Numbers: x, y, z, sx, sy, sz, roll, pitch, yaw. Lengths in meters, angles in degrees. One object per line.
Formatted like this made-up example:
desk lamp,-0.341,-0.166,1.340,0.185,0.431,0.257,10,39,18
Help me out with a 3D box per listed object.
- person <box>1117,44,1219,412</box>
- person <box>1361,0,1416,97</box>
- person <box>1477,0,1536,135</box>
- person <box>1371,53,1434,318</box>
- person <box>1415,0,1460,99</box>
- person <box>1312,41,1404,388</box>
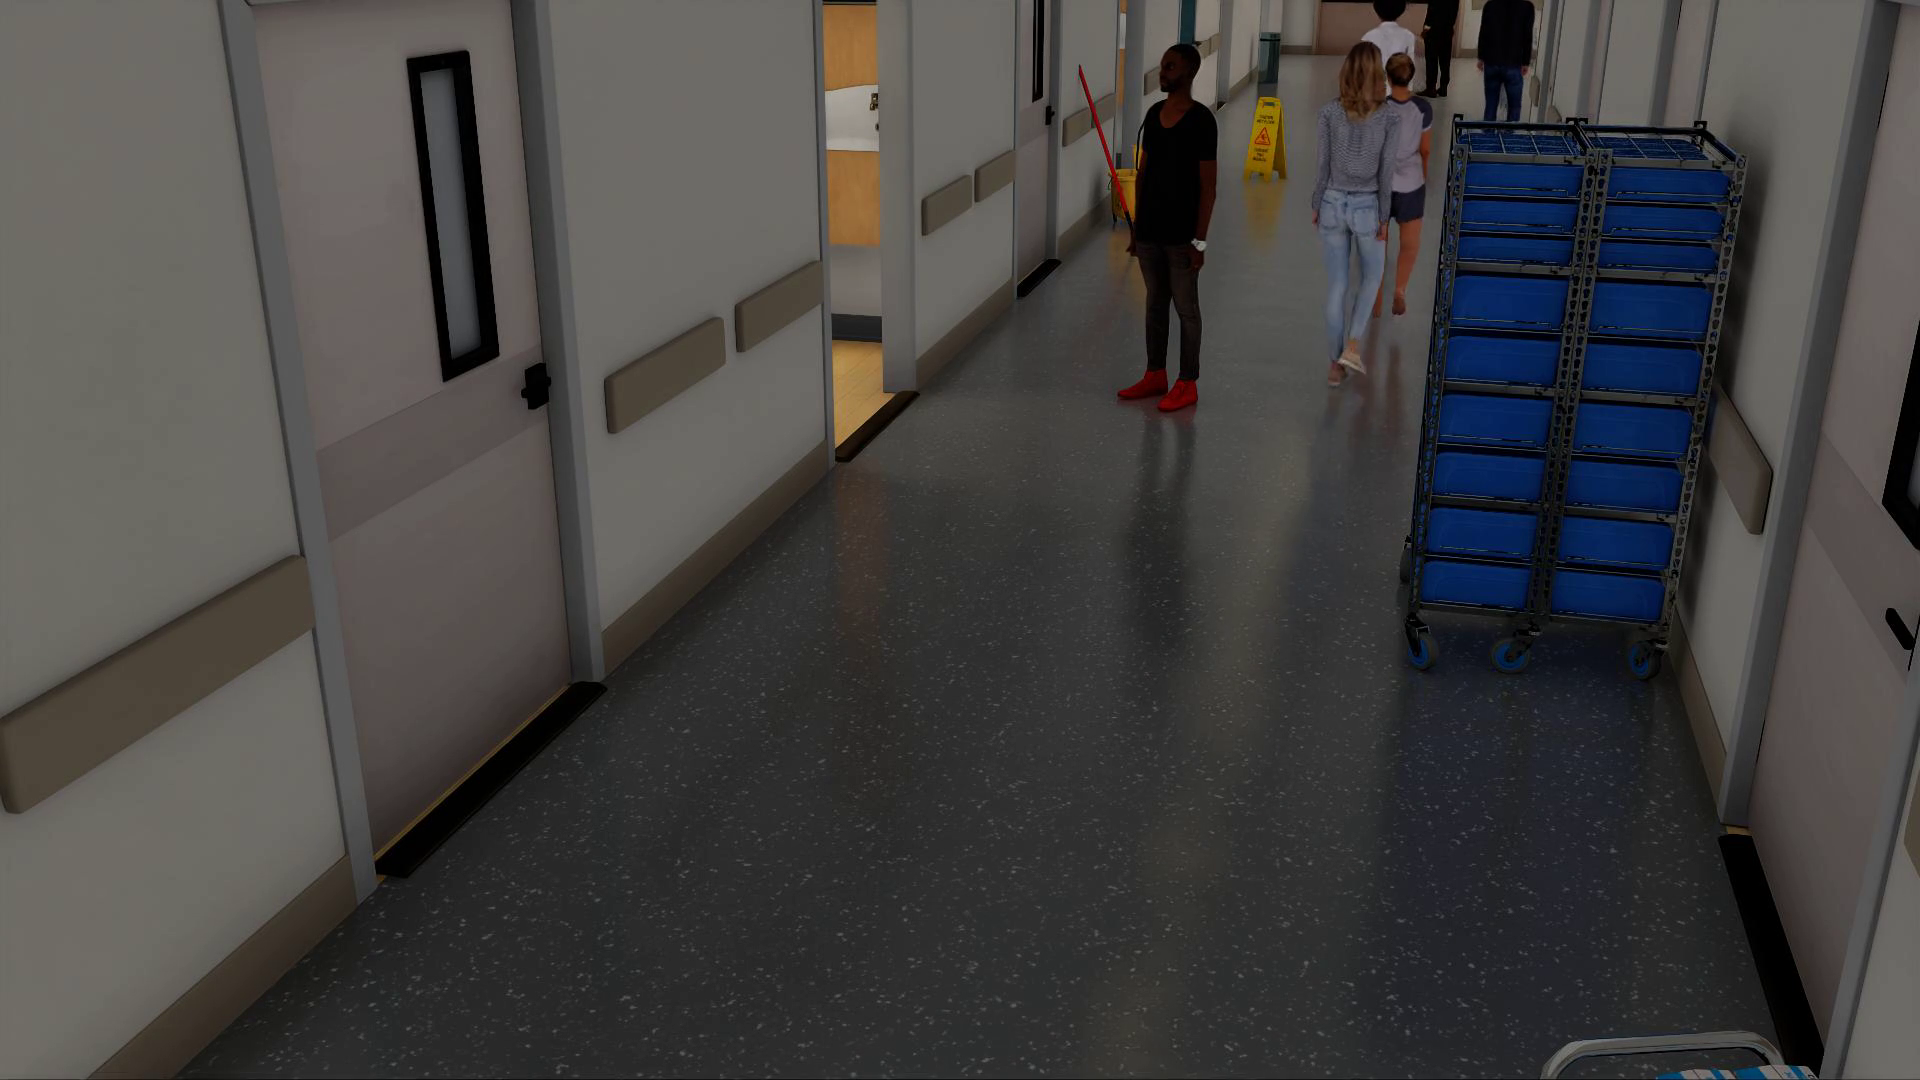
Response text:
person,1.084,-1.582,8.444,0.737,1.806,0.720,-16,26,-36
person,3.647,-3.763,14.230,0.602,1.785,1.046,5,21,14
person,5.556,-4.886,17.053,0.730,1.886,0.707,8,22,21
person,2.653,-2.114,10.128,0.568,1.606,0.752,5,21,13
person,6.560,-7.042,22.723,0.801,1.903,0.844,-9,23,-23
person,2.025,-1.662,8.689,0.636,1.782,0.648,9,22,21
